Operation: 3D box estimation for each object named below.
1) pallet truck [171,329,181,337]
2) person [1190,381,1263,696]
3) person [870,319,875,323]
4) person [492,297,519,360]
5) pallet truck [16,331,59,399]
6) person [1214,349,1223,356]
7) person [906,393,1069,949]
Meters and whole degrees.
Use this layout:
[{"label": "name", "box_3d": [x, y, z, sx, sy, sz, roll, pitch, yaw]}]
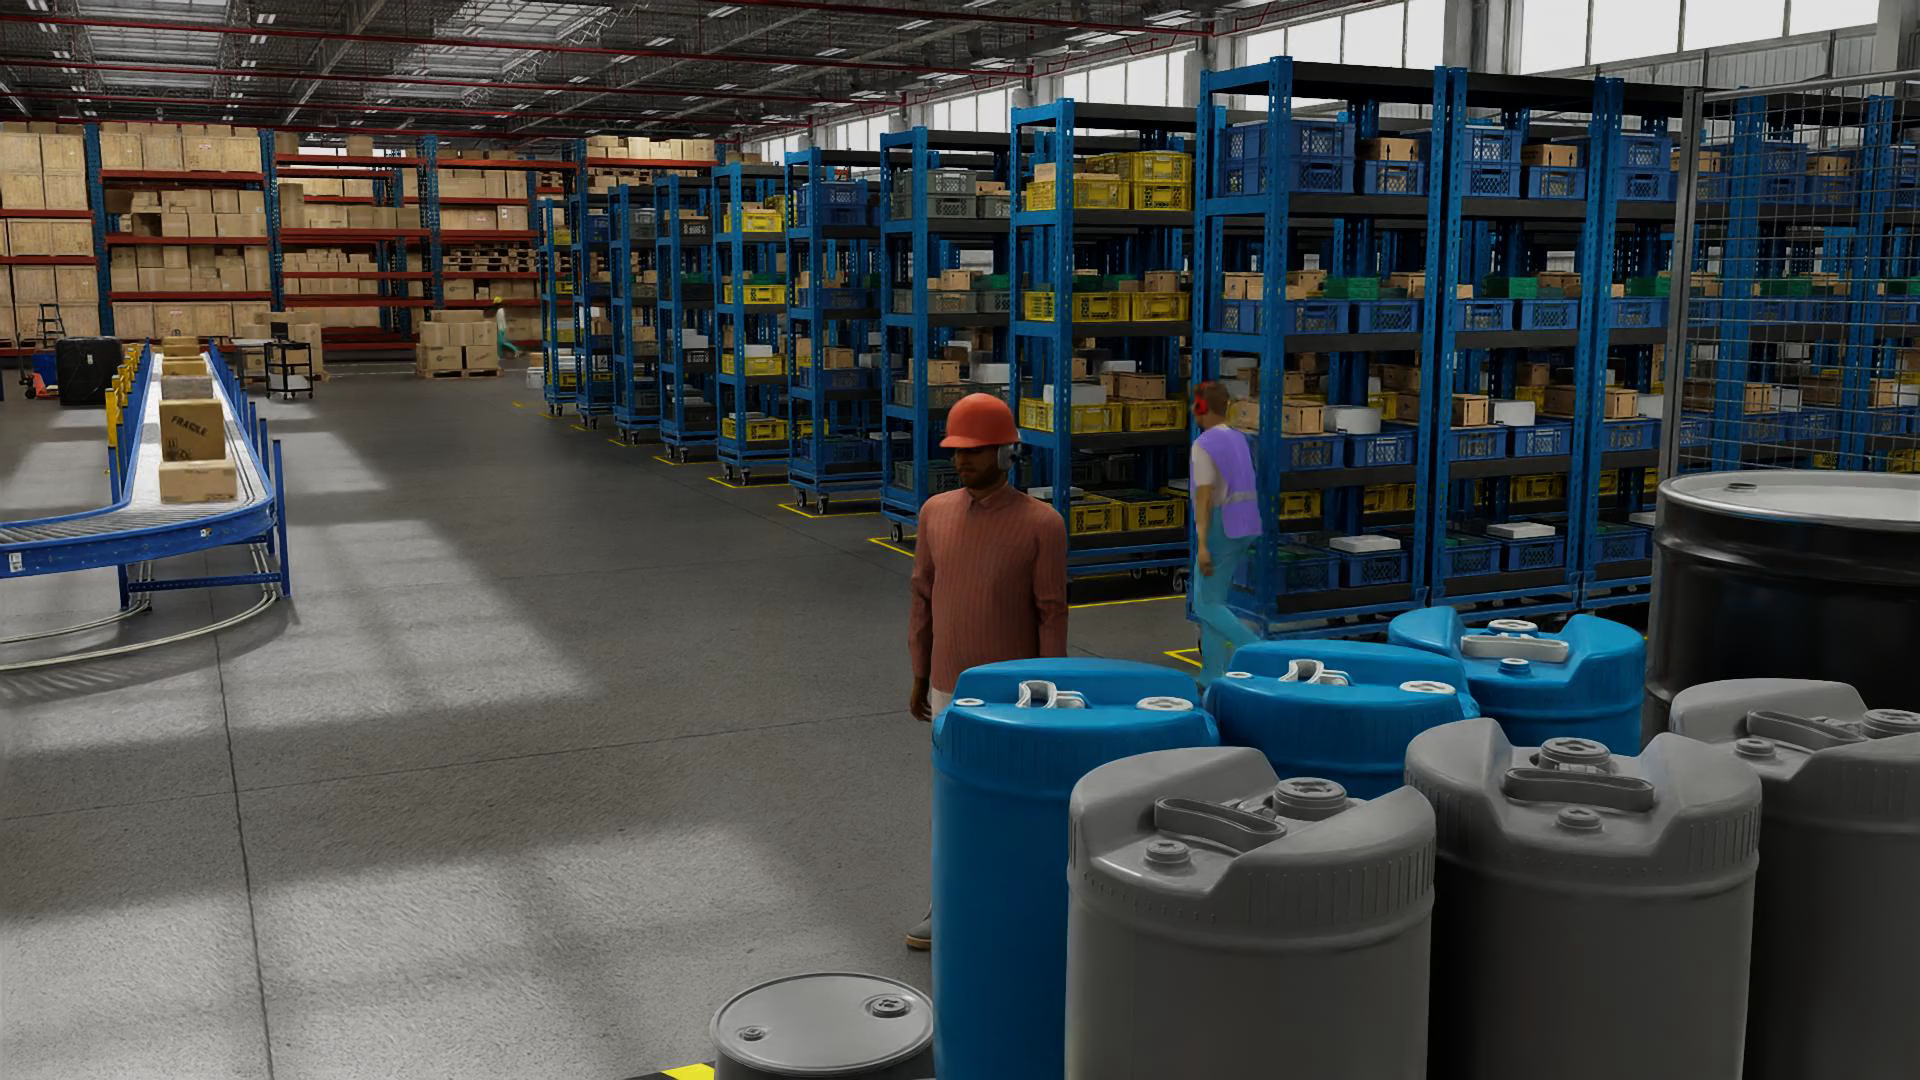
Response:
[{"label": "pallet truck", "box_3d": [-17.275, -3.851, 35.096, 1.601, 1.201, 0.680, 0, 9, 1]}, {"label": "person", "box_3d": [1.539, 0.012, 9.364, 0.684, 1.799, 0.629, 7, 11, 36]}, {"label": "person", "box_3d": [-2.650, -6.830, 51.241, 0.647, 1.978, 0.486, -5, 10, -28]}, {"label": "person", "box_3d": [-12.401, -5.745, 45.253, 0.628, 1.751, 0.534, -3, 10, -20]}, {"label": "pallet truck", "box_3d": [-17.082, -3.353, 31.781, 1.630, 1.274, 0.653, -4, 10, -25]}, {"label": "person", "box_3d": [3.455, -2.243, 23.238, 0.589, 1.834, 0.403, 6, 11, 31]}, {"label": "person", "box_3d": [0.081, 0.484, 5.827, 0.612, 1.995, 0.382, 5, 10, 29]}]
